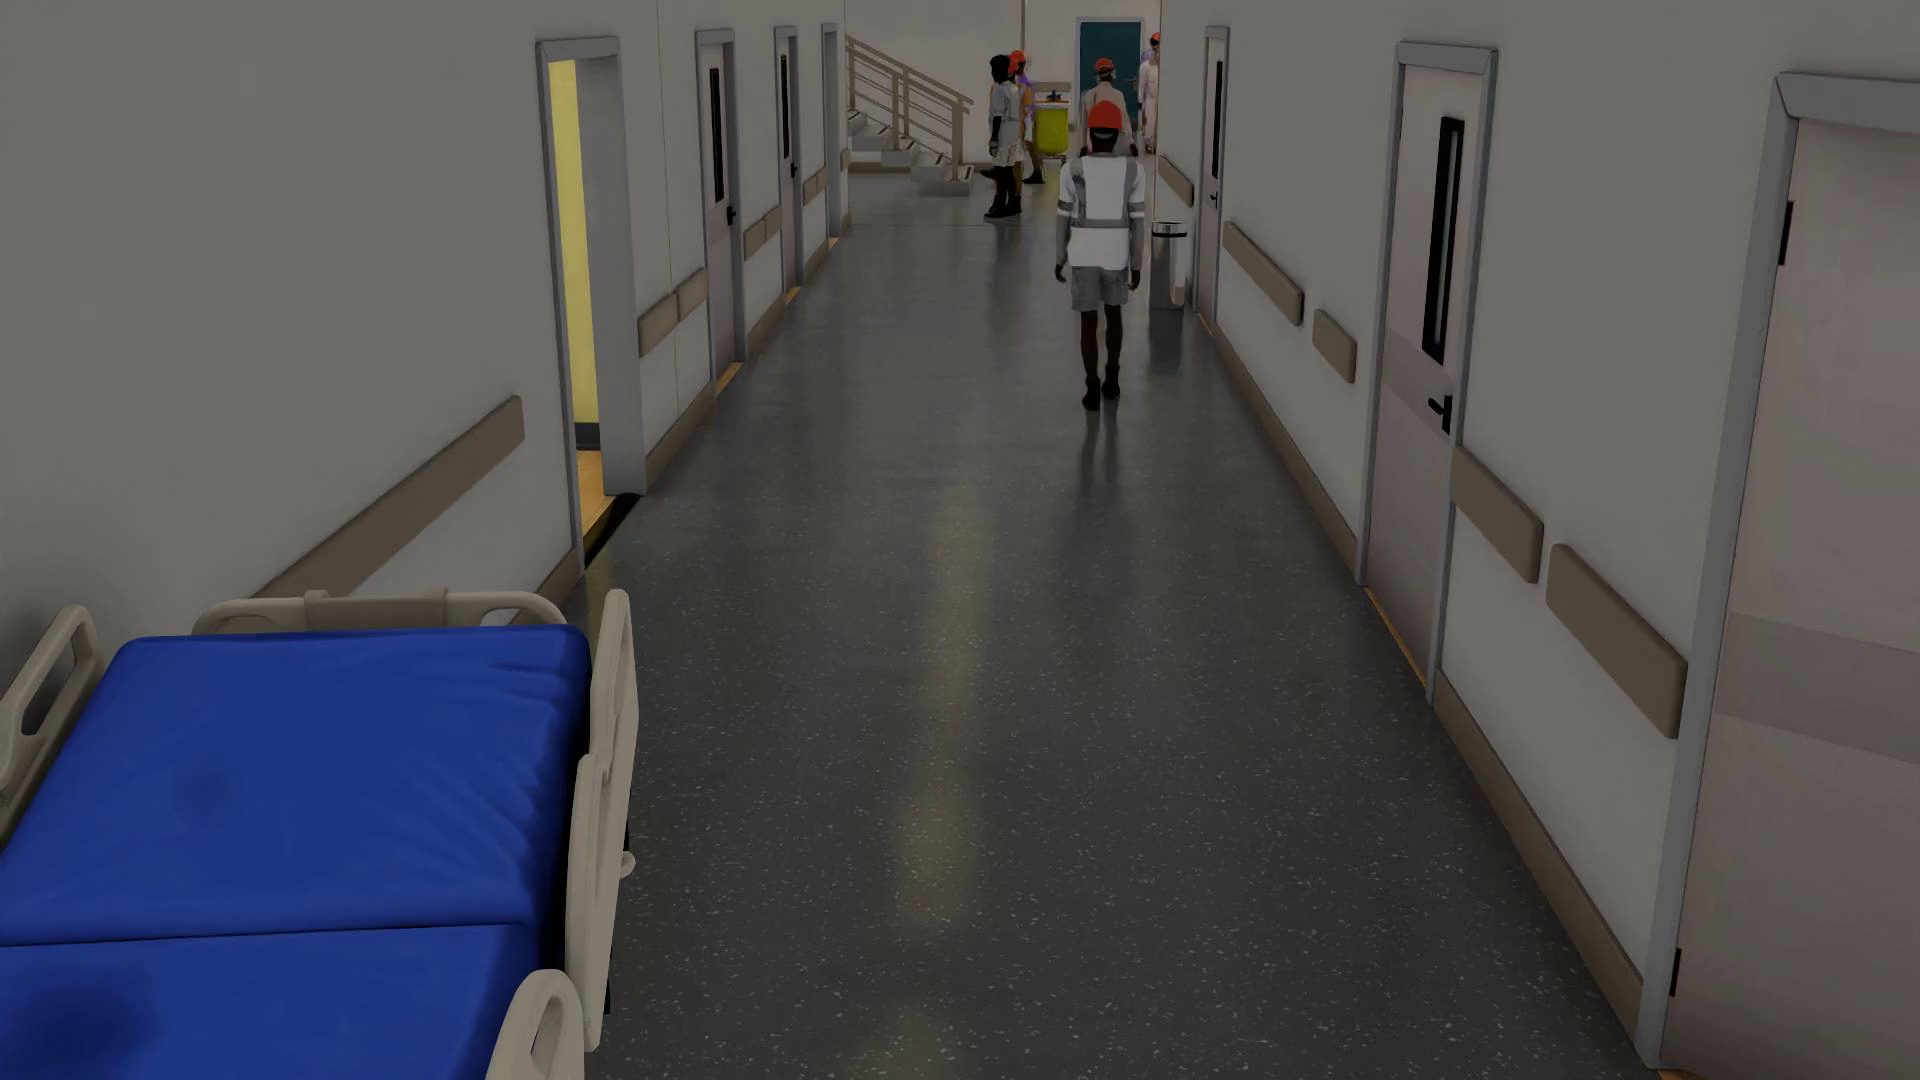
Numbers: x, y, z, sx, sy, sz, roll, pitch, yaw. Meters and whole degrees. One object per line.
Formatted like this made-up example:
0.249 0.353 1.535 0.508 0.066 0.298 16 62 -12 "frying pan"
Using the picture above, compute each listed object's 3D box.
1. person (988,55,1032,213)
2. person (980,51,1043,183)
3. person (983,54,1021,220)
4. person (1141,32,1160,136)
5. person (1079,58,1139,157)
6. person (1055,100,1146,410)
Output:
0.611 -5.056 20.770 0.543 1.927 0.384 5 18 16 "person"
0.781 -6.162 24.305 0.963 1.891 0.550 -2 18 -6 "person"
0.520 -4.865 20.133 0.389 1.953 0.612 8 19 23 "person"
3.941 -9.248 33.779 0.411 2.032 0.611 -17 24 -42 "person"
1.659 -4.607 19.367 1.004 1.931 0.635 -10 20 -29 "person"
0.876 -1.820 10.634 0.546 1.914 0.722 -1 18 -4 "person"
